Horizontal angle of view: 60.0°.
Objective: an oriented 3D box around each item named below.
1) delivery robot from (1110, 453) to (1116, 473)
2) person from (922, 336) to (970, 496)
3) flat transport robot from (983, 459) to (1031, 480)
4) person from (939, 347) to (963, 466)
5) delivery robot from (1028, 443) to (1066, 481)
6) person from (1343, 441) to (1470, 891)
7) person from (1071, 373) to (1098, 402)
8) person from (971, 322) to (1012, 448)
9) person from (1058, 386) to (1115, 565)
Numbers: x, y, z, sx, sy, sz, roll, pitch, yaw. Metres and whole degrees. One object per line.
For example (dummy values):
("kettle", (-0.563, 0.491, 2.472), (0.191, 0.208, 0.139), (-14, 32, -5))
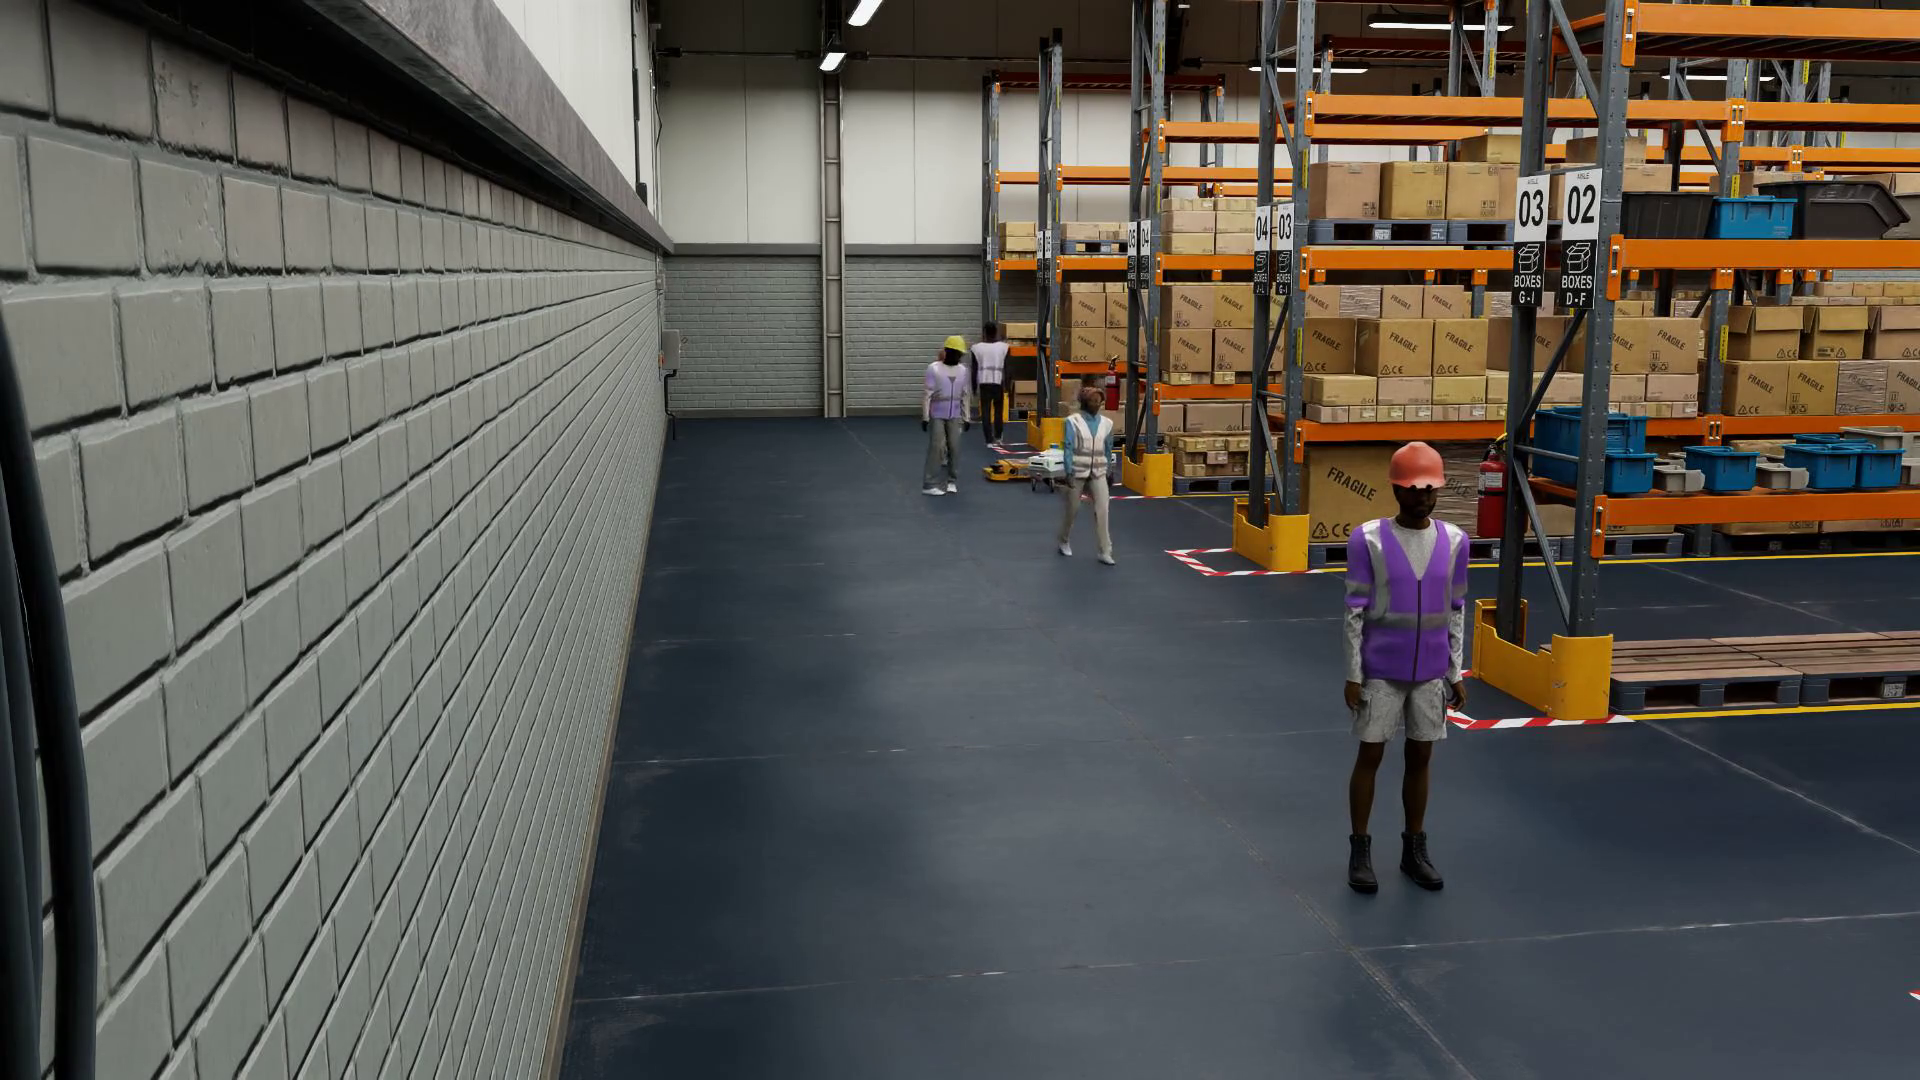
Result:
("delivery robot", (1.600, -0.983, 20.492), (0.477, 0.478, 0.707), (-7, 11, -36))
("person", (-0.160, -1.480, 19.774), (0.690, 1.889, 0.435), (-6, 11, -33))
("flat transport robot", (1.047, -0.908, 21.189), (1.431, 0.197, 0.652), (-1, 9, -9))
("person", (-0.172, -1.803, 22.513), (0.534, 1.626, 0.364), (2, 9, 12))
("delivery robot", (1.137, -0.927, 20.144), (0.477, 0.478, 0.707), (7, 12, 38))
("person", (1.907, 0.543, 7.111), (0.542, 1.939, 0.363), (-1, 9, -5))
("person", (1.873, -2.437, 25.809), (0.775, 1.845, 0.515), (-3, 10, -16))
("person", (0.479, -2.360, 25.243), (0.612, 1.859, 0.998), (1, 9, 3))
("person", (1.157, -0.609, 15.221), (0.518, 1.607, 0.786), (-3, 10, -16))
